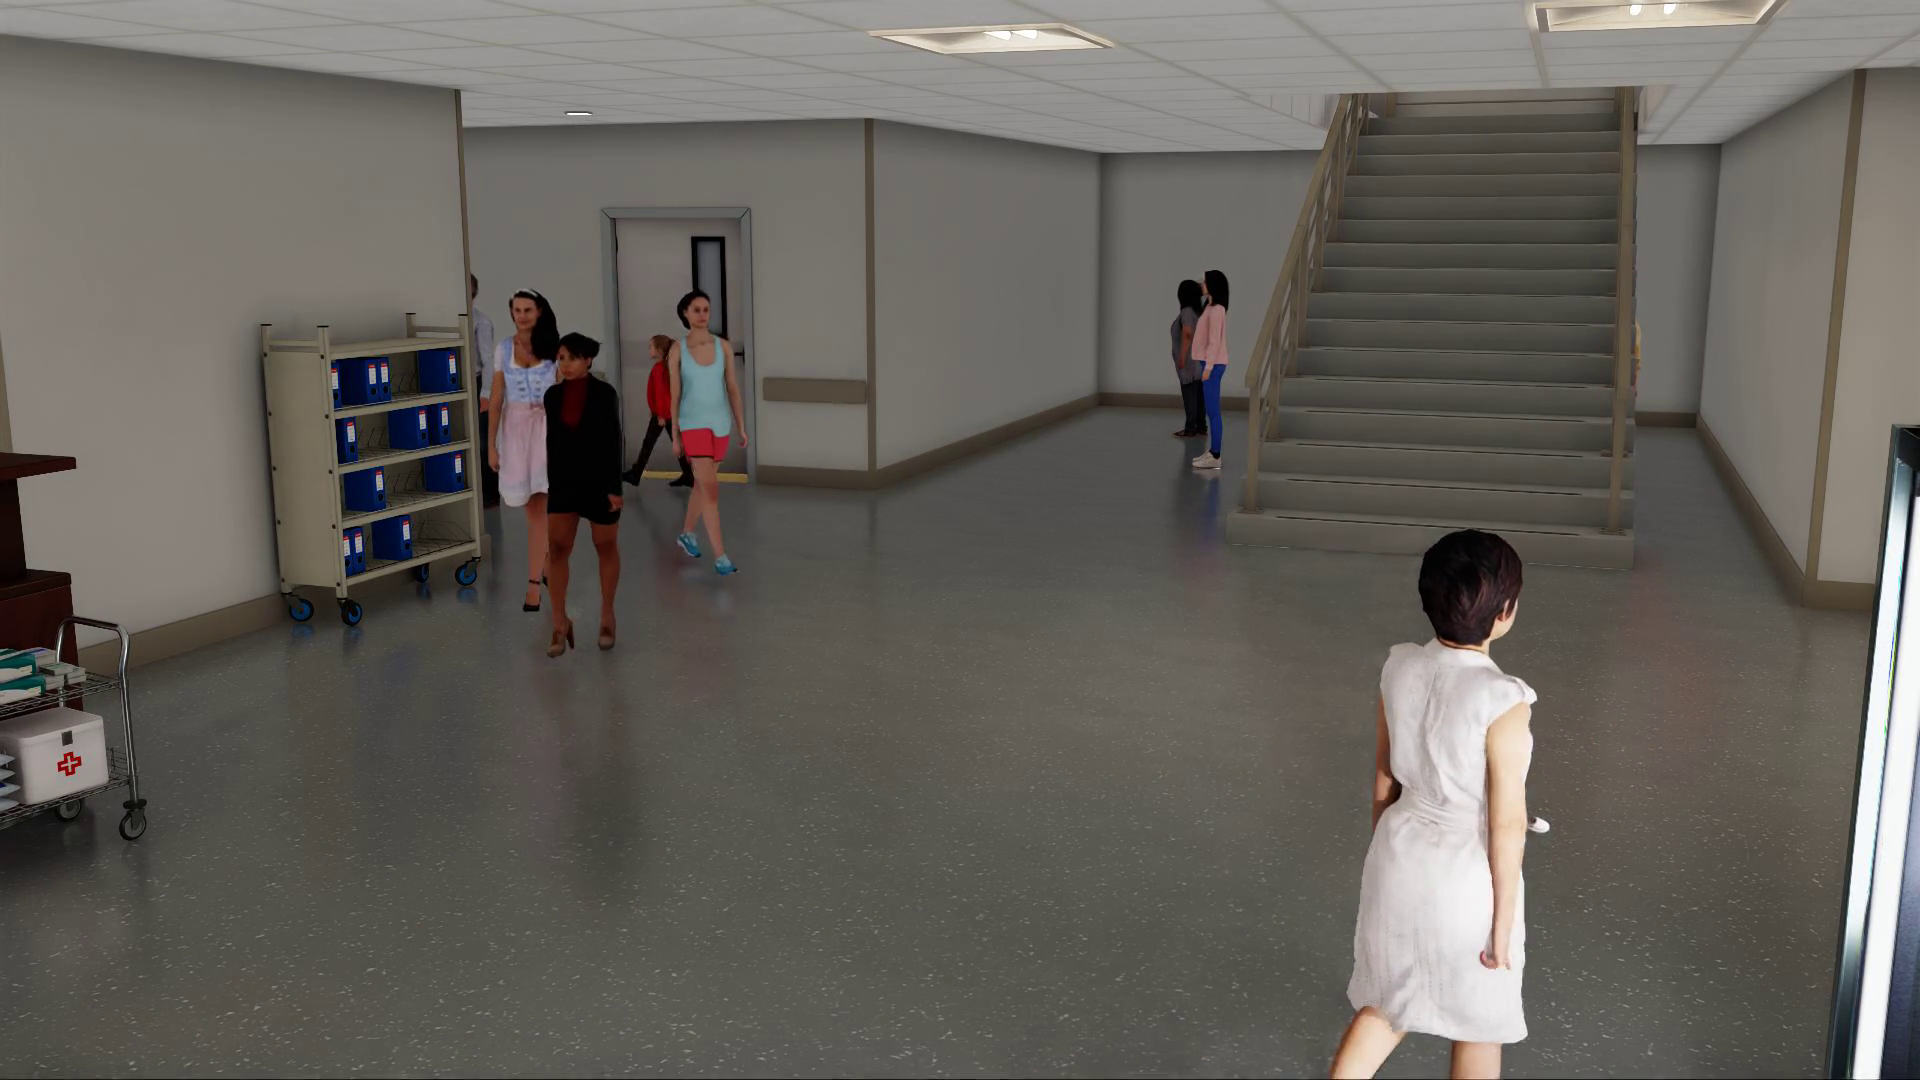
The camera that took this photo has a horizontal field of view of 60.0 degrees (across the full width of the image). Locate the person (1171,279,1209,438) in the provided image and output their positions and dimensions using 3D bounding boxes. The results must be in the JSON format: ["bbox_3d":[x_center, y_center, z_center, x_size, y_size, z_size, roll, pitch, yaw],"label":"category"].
[{"bbox_3d":[2.411,-1.883,17.183,0.777,1.608,0.691,8,13,37],"label":"person"}]

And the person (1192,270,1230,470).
[{"bbox_3d":[2.272,-1.537,14.928,0.740,1.769,0.537,2,11,11],"label":"person"}]

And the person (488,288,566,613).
[{"bbox_3d":[-2.423,-0.495,9.460,0.988,1.760,1.280,-1,11,-6],"label":"person"}]

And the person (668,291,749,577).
[{"bbox_3d":[-1.616,-0.648,10.386,1.203,1.716,1.152,-6,12,-30],"label":"person"}]

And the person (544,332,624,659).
[{"bbox_3d":[-1.872,-0.232,8.445,0.688,1.623,0.778,0,11,2],"label":"person"}]

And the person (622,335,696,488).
[{"bbox_3d":[-2.365,-1.027,13.630,0.628,1.250,0.840,2,11,12],"label":"person"}]

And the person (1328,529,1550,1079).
[{"bbox_3d":[0.965,0.753,3.477,0.974,1.539,0.832,-8,13,-36],"label":"person"}]
